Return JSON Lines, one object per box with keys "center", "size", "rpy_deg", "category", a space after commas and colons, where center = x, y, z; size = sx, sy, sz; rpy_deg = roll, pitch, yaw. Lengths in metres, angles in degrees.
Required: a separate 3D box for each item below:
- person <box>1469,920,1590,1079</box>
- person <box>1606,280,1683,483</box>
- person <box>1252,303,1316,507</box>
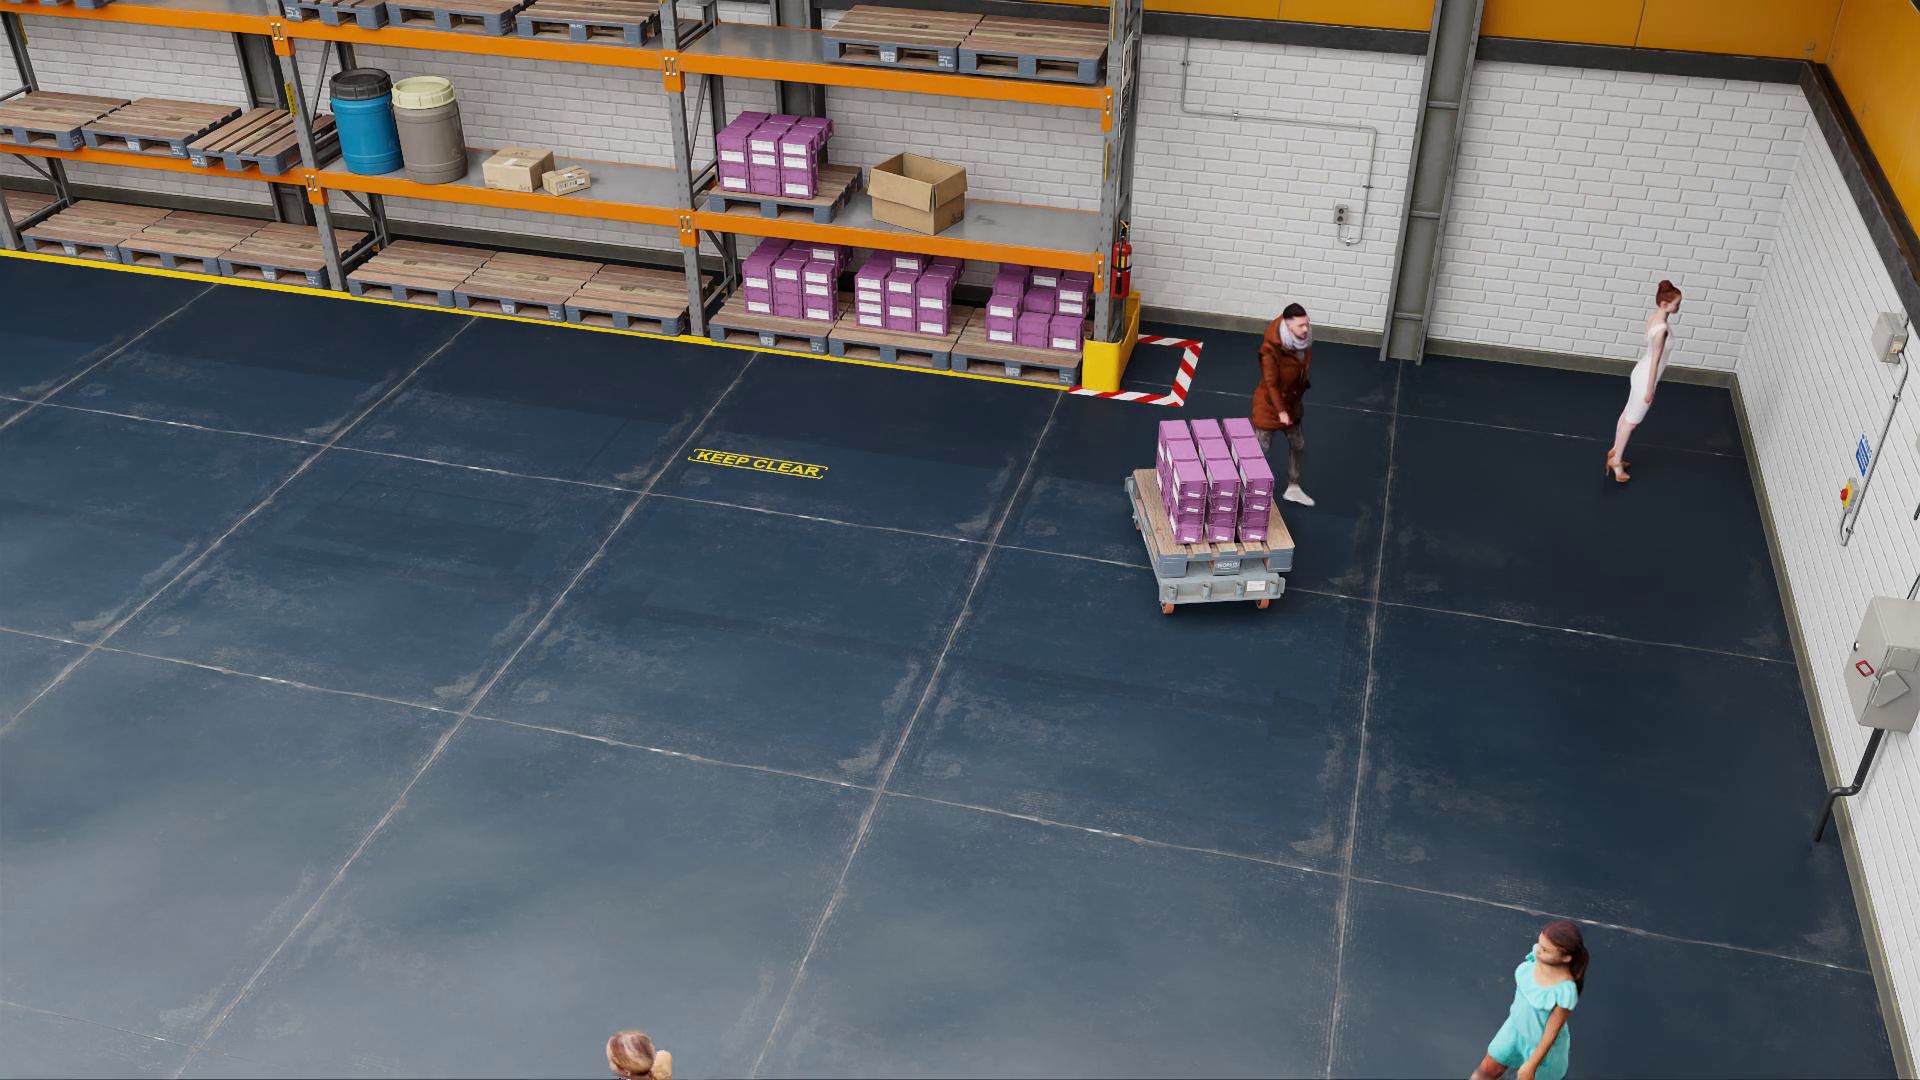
{"center": [2.929, 2.457, 8.240], "size": [1.055, 1.529, 0.815], "rpy_deg": [-5, 34, -7], "category": "person"}
{"center": [5.614, -1.304, 13.659], "size": [0.487, 1.795, 0.554], "rpy_deg": [9, 35, 14], "category": "person"}
{"center": [2.485, -1.117, 13.364], "size": [0.943, 1.809, 1.016], "rpy_deg": [-26, 41, -33], "category": "person"}
